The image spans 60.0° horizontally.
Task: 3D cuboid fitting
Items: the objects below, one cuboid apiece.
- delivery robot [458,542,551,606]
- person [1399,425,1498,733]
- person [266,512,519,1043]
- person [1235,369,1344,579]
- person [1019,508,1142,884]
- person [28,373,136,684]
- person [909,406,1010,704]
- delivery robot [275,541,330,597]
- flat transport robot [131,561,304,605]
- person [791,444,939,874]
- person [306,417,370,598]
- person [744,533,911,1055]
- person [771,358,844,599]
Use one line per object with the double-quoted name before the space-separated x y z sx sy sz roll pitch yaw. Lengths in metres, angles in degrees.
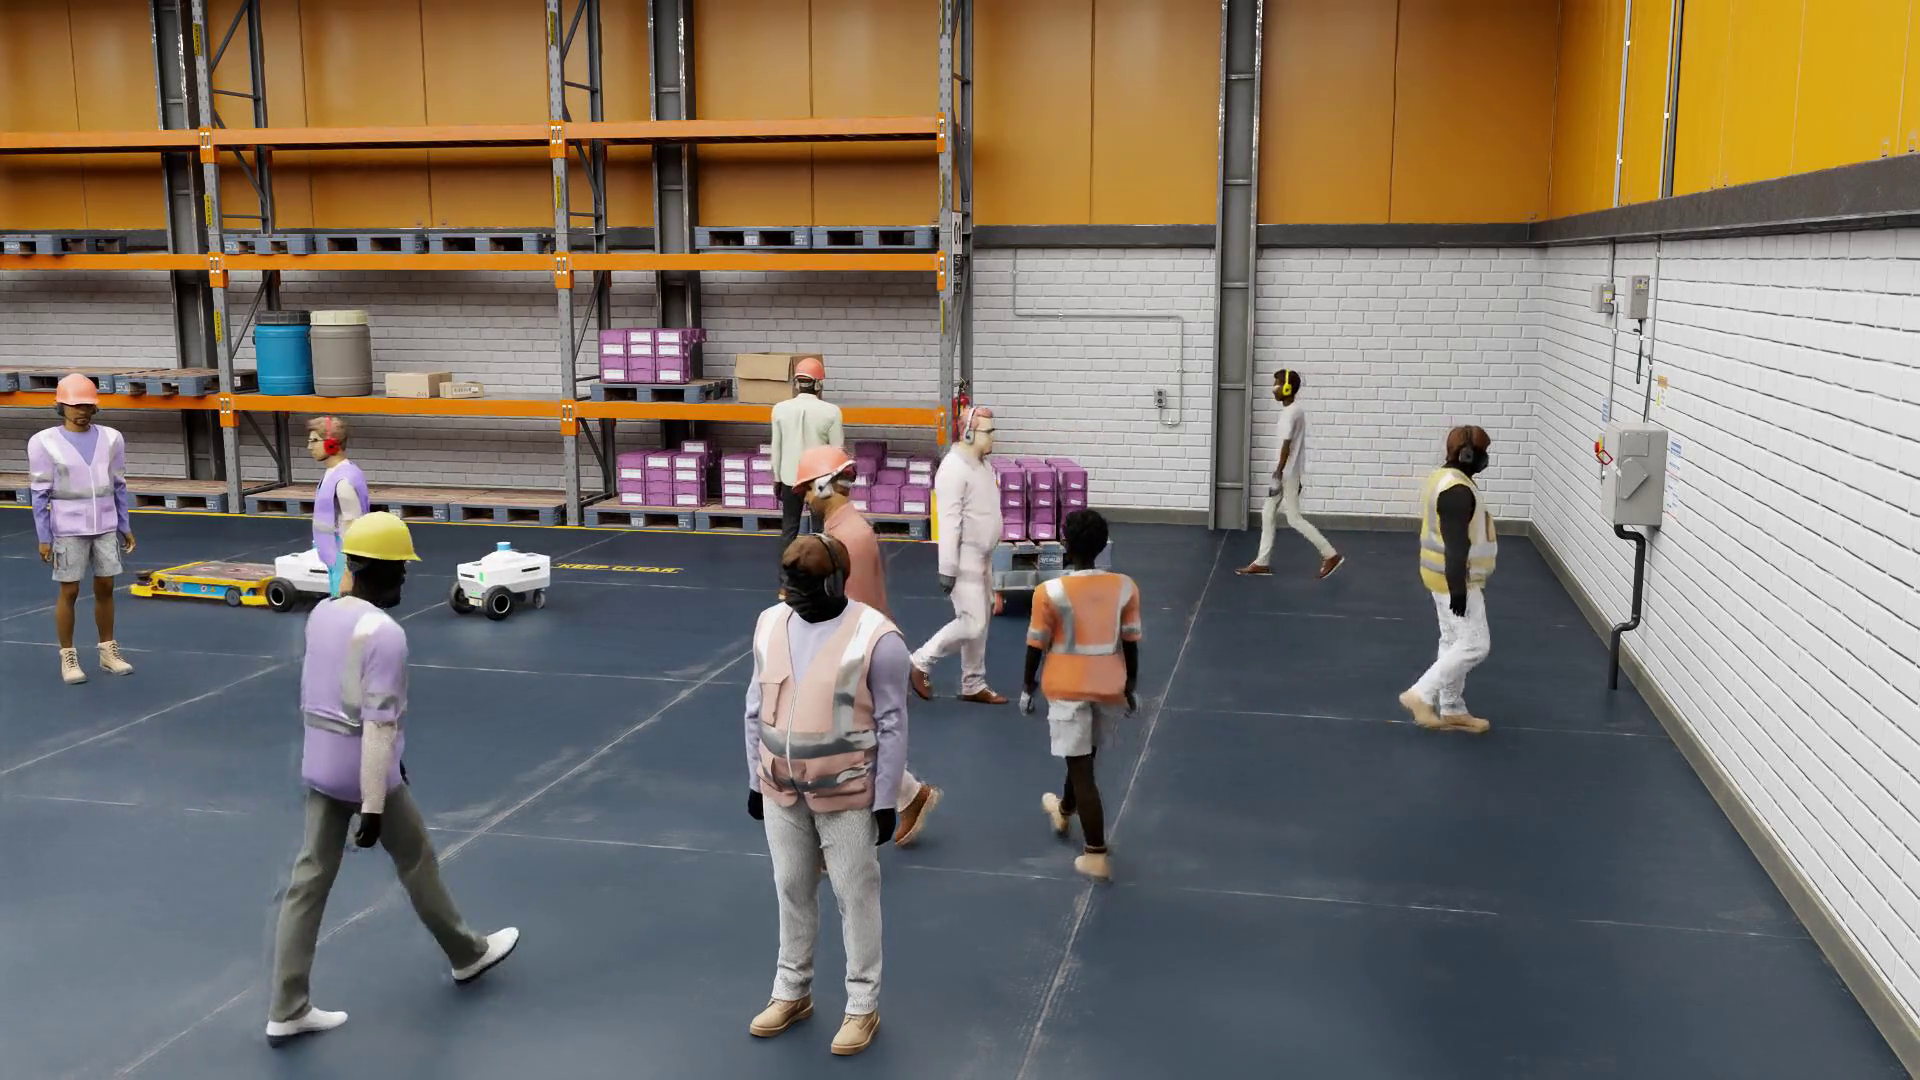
"delivery robot" -3.578 0.259 13.087 0.477 0.478 0.707 8 12 37
"person" 2.888 0.241 9.681 0.437 1.830 0.654 2 10 13
"person" -2.150 0.835 6.097 0.580 1.863 1.044 7 12 36
"person" 2.915 -0.569 14.488 0.895 1.840 0.528 2 10 10
"person" 0.518 0.671 7.646 0.552 1.648 0.843 -4 11 -24
"person" -5.757 -0.079 10.972 0.395 2.038 0.615 7 12 37
"person" -0.001 0.111 10.305 0.542 1.893 0.658 3 10 16
"delivery robot" -5.060 0.242 13.186 0.707 0.478 0.477 4 10 21
"flat transport robot" -6.023 0.342 13.709 1.431 0.197 0.652 3 10 19
"person" -0.442 0.533 7.637 0.714 1.949 0.691 -3 10 -16
"person" -3.727 0.165 10.116 0.372 1.840 0.570 -5 11 -26
"person" -0.495 0.882 5.874 0.633 1.841 0.429 5 11 26
"person" -1.237 -0.501 13.673 0.634 1.981 0.427 2 10 9
